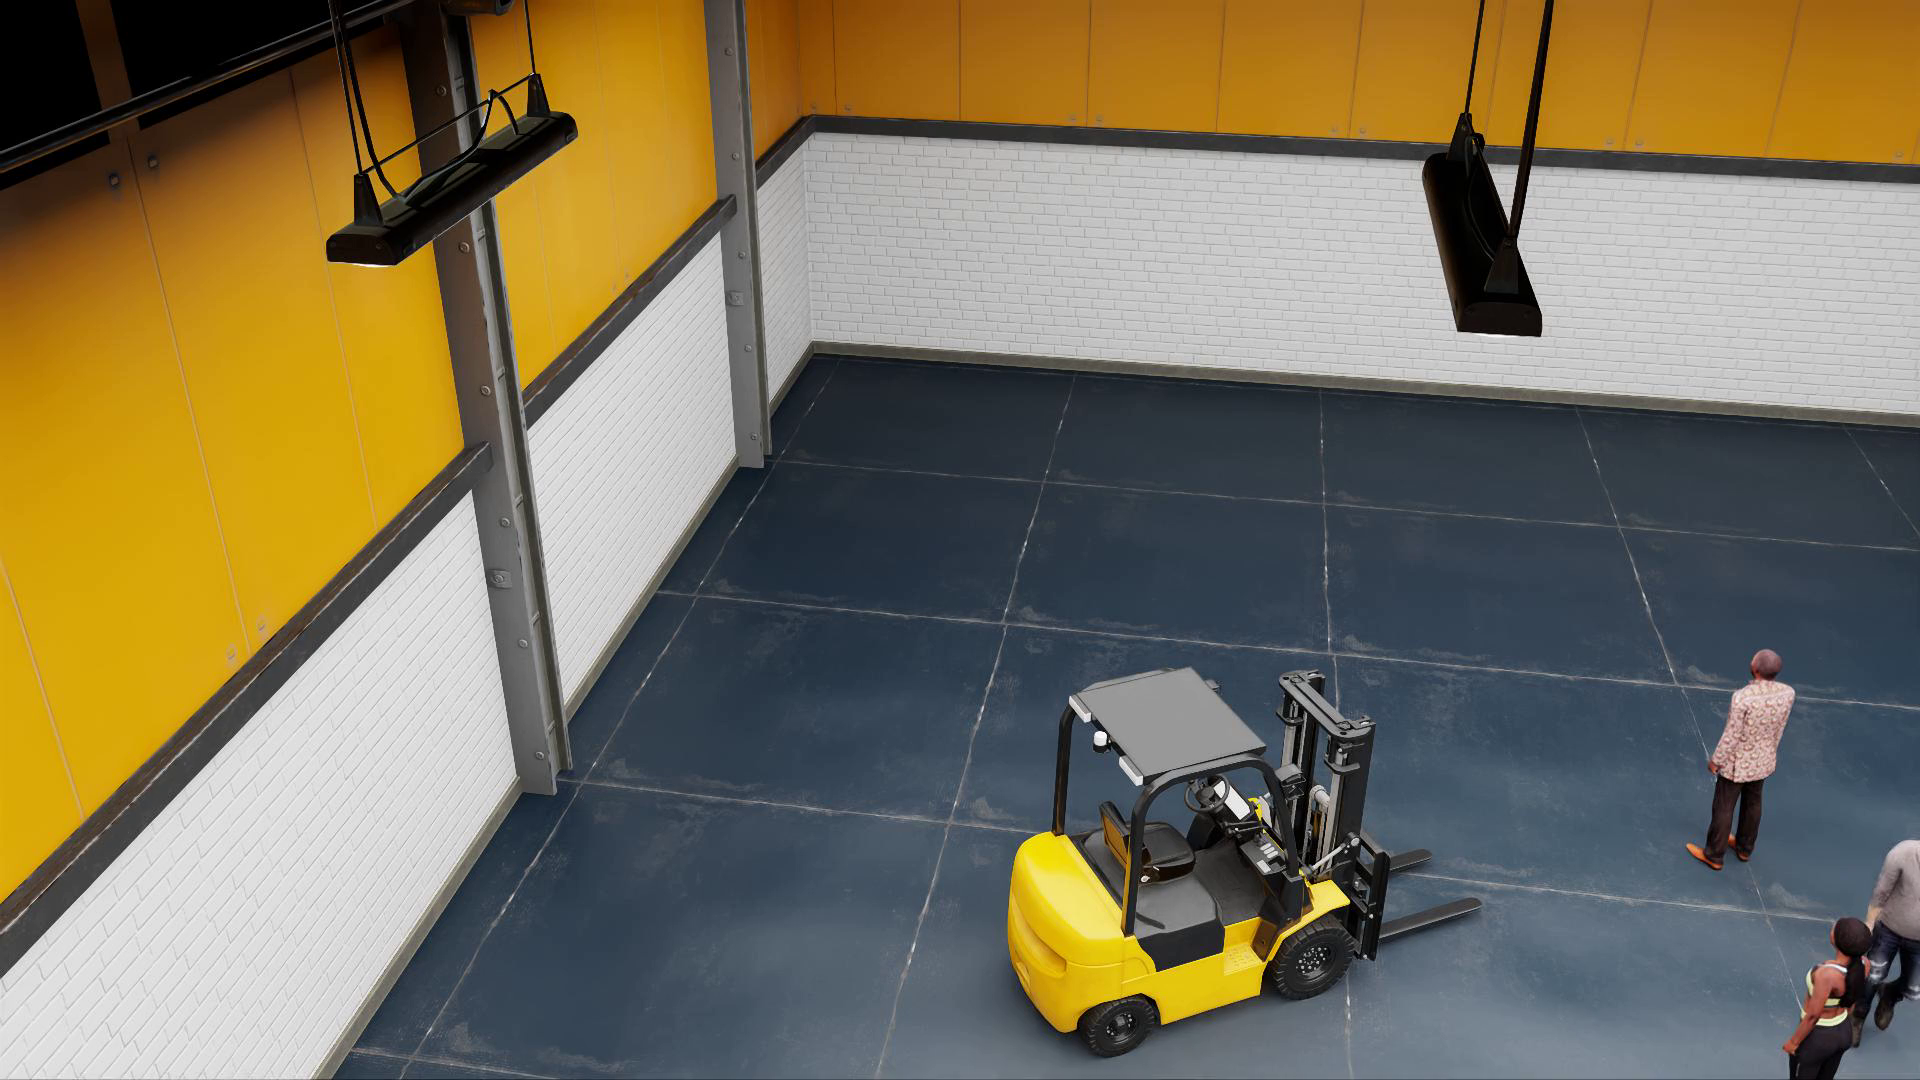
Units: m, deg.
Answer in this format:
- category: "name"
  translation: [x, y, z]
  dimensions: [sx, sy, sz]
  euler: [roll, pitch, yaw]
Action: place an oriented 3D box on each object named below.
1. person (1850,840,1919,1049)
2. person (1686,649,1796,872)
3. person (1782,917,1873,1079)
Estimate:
- category: "person"
  translation: [6.005, 2.410, 10.572]
  dimensions: [0.777, 1.884, 0.833]
  euler: [15, 32, 25]
- category: "person"
  translation: [5.735, 1.600, 12.136]
  dimensions: [0.780, 1.807, 0.762]
  euler: [-8, 30, -15]
- category: "person"
  translation: [5.066, 2.927, 9.759]
  dimensions: [0.640, 1.754, 0.661]
  euler: [-11, 30, -19]
